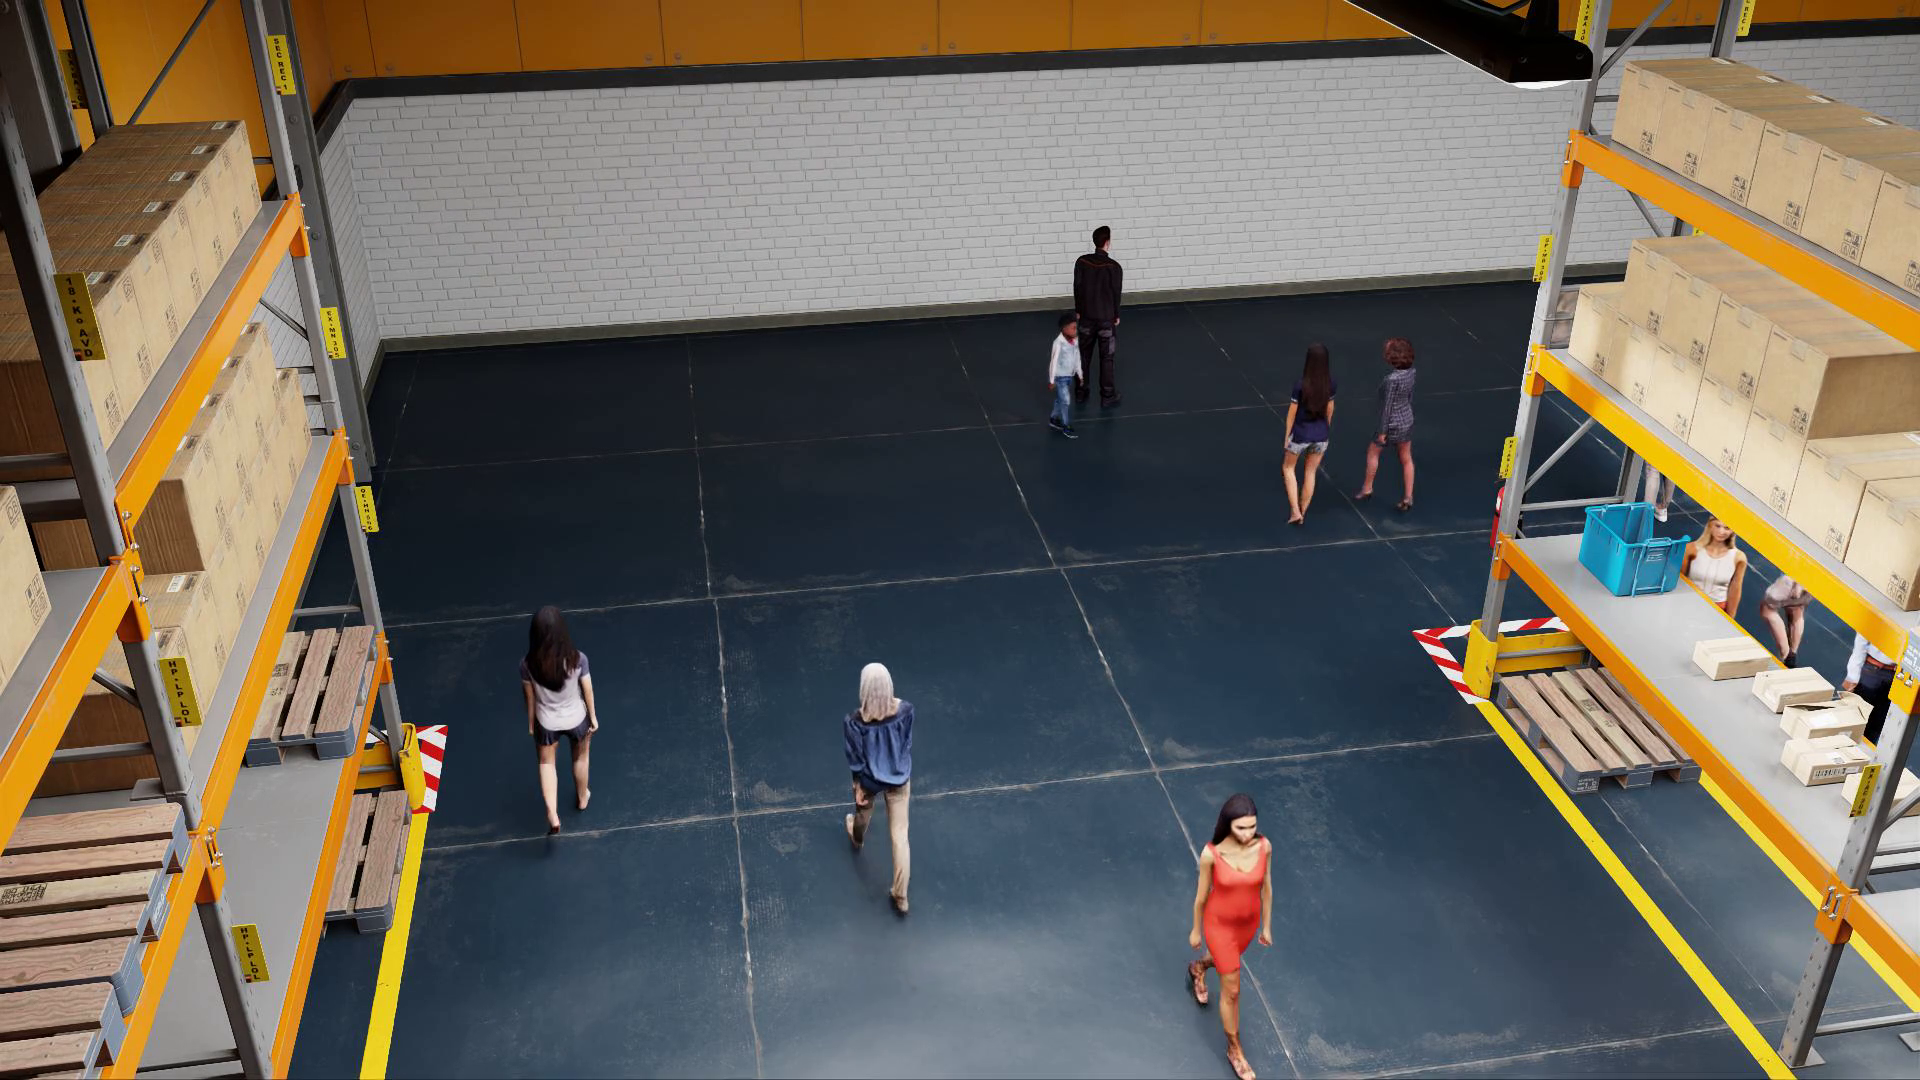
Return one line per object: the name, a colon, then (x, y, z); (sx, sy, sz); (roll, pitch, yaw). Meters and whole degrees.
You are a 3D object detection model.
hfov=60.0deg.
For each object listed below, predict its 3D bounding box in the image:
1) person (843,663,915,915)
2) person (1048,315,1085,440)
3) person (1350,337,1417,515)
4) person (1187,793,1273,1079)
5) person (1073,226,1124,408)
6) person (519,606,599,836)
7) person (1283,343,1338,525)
person: (-0.452, 1.569, 10.377); (0.689, 1.640, 1.165); (-8, 30, -14)
person: (1.006, -1.693, 16.774); (0.689, 1.242, 0.788); (-25, 37, -38)
person: (3.995, -0.984, 15.032); (0.946, 1.665, 1.015); (-21, 35, -34)
person: (1.489, 2.110, 9.342); (0.709, 1.682, 1.143); (-9, 30, -17)
person: (1.432, -2.321, 17.225); (0.779, 1.912, 0.806); (14, 32, 24)
person: (-2.644, 1.211, 10.978); (0.595, 1.693, 0.891); (-5, 29, -8)
person: (3.114, -0.875, 14.735); (0.631, 1.758, 0.707); (-2, 29, -4)
